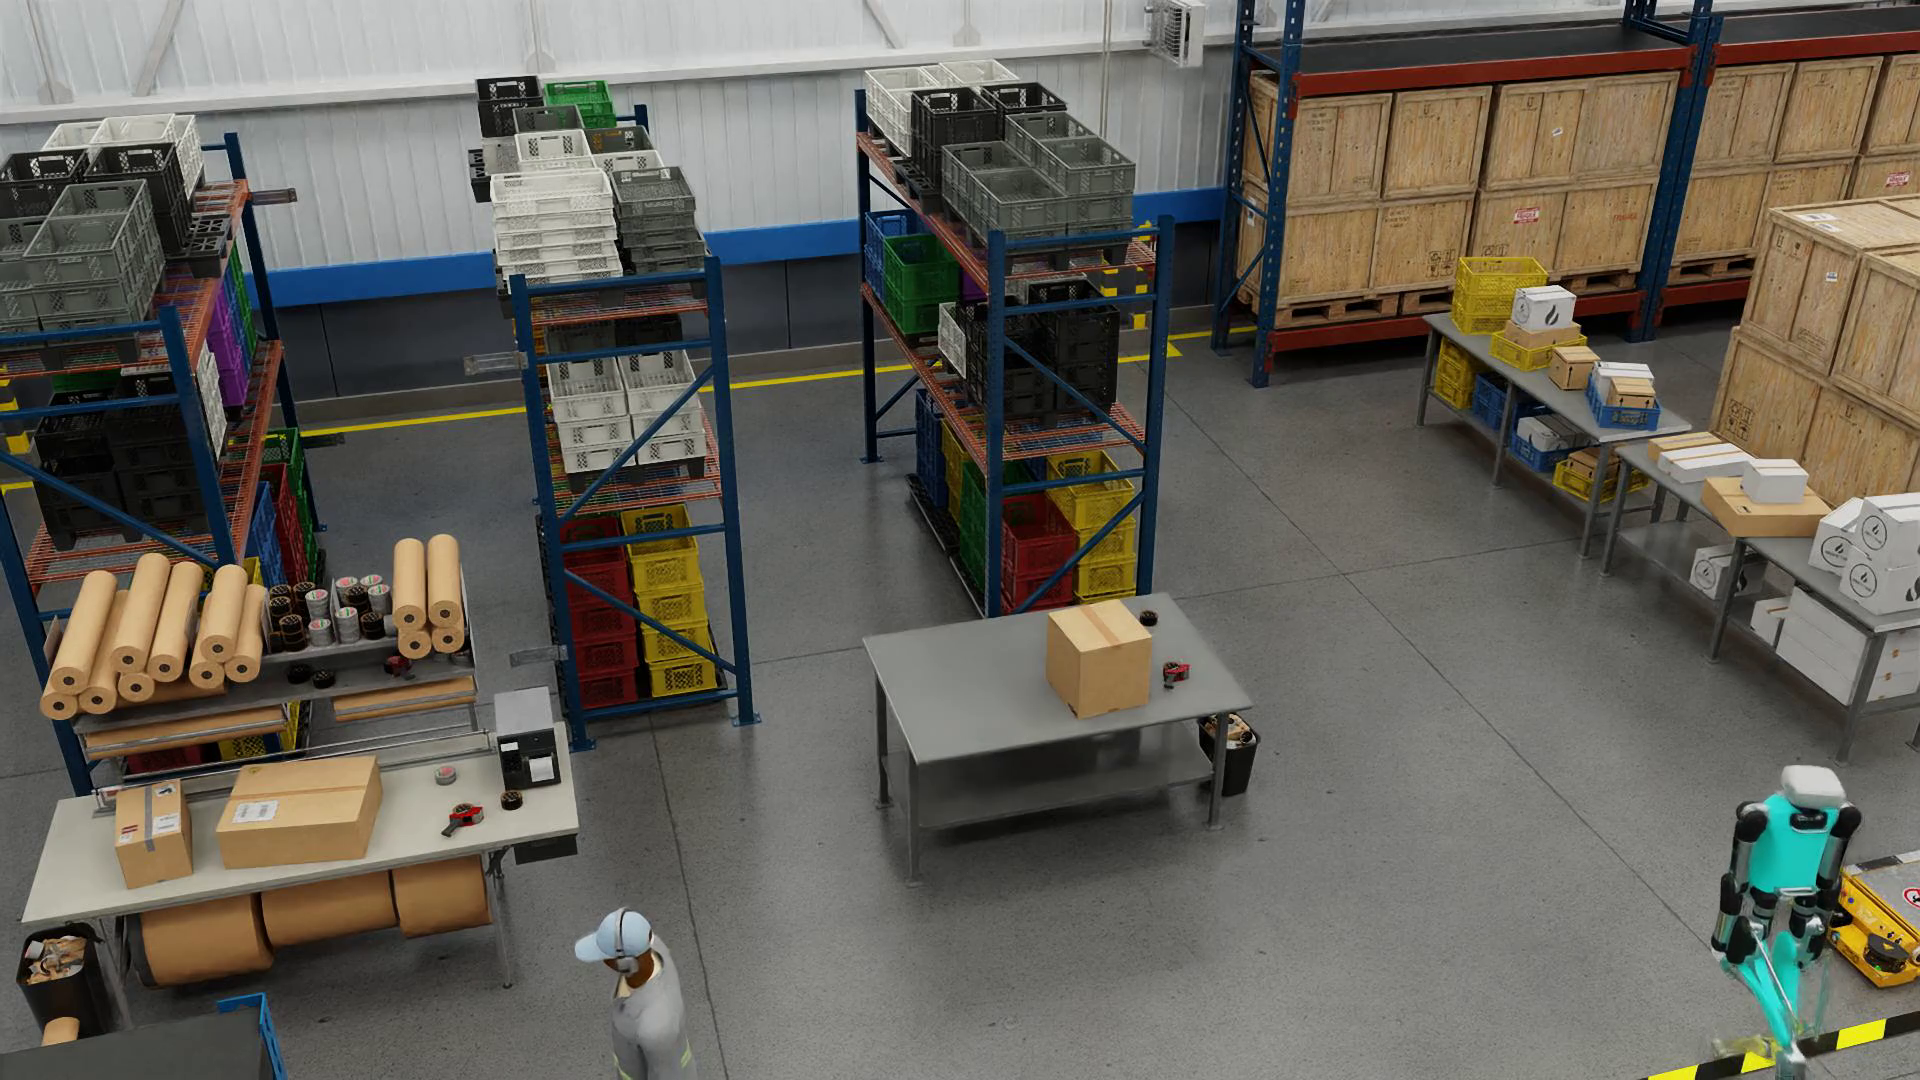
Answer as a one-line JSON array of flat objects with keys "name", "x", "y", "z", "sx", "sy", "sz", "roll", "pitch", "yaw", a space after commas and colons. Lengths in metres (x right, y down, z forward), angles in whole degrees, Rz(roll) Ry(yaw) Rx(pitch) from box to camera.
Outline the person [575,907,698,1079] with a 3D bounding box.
[{"name": "person", "x": -1.234, "y": 2.175, "z": 6.565, "sx": 0.396, "sy": 1.848, "sz": 0.587, "roll": -8, "pitch": 30, "yaw": -14}]

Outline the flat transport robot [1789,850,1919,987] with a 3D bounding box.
[{"name": "flat transport robot", "x": 5.163, "y": 1.916, "z": 8.676, "sx": 1.431, "sy": 0.231, "sz": 0.659, "roll": -8, "pitch": 30, "yaw": -14}]

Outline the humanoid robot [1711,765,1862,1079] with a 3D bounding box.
[{"name": "humanoid robot", "x": 3.649, "y": 1.916, "z": 7.226, "sx": 0.531, "sy": 1.787, "sz": 1.047, "roll": -2, "pitch": 29, "yaw": -4}]
